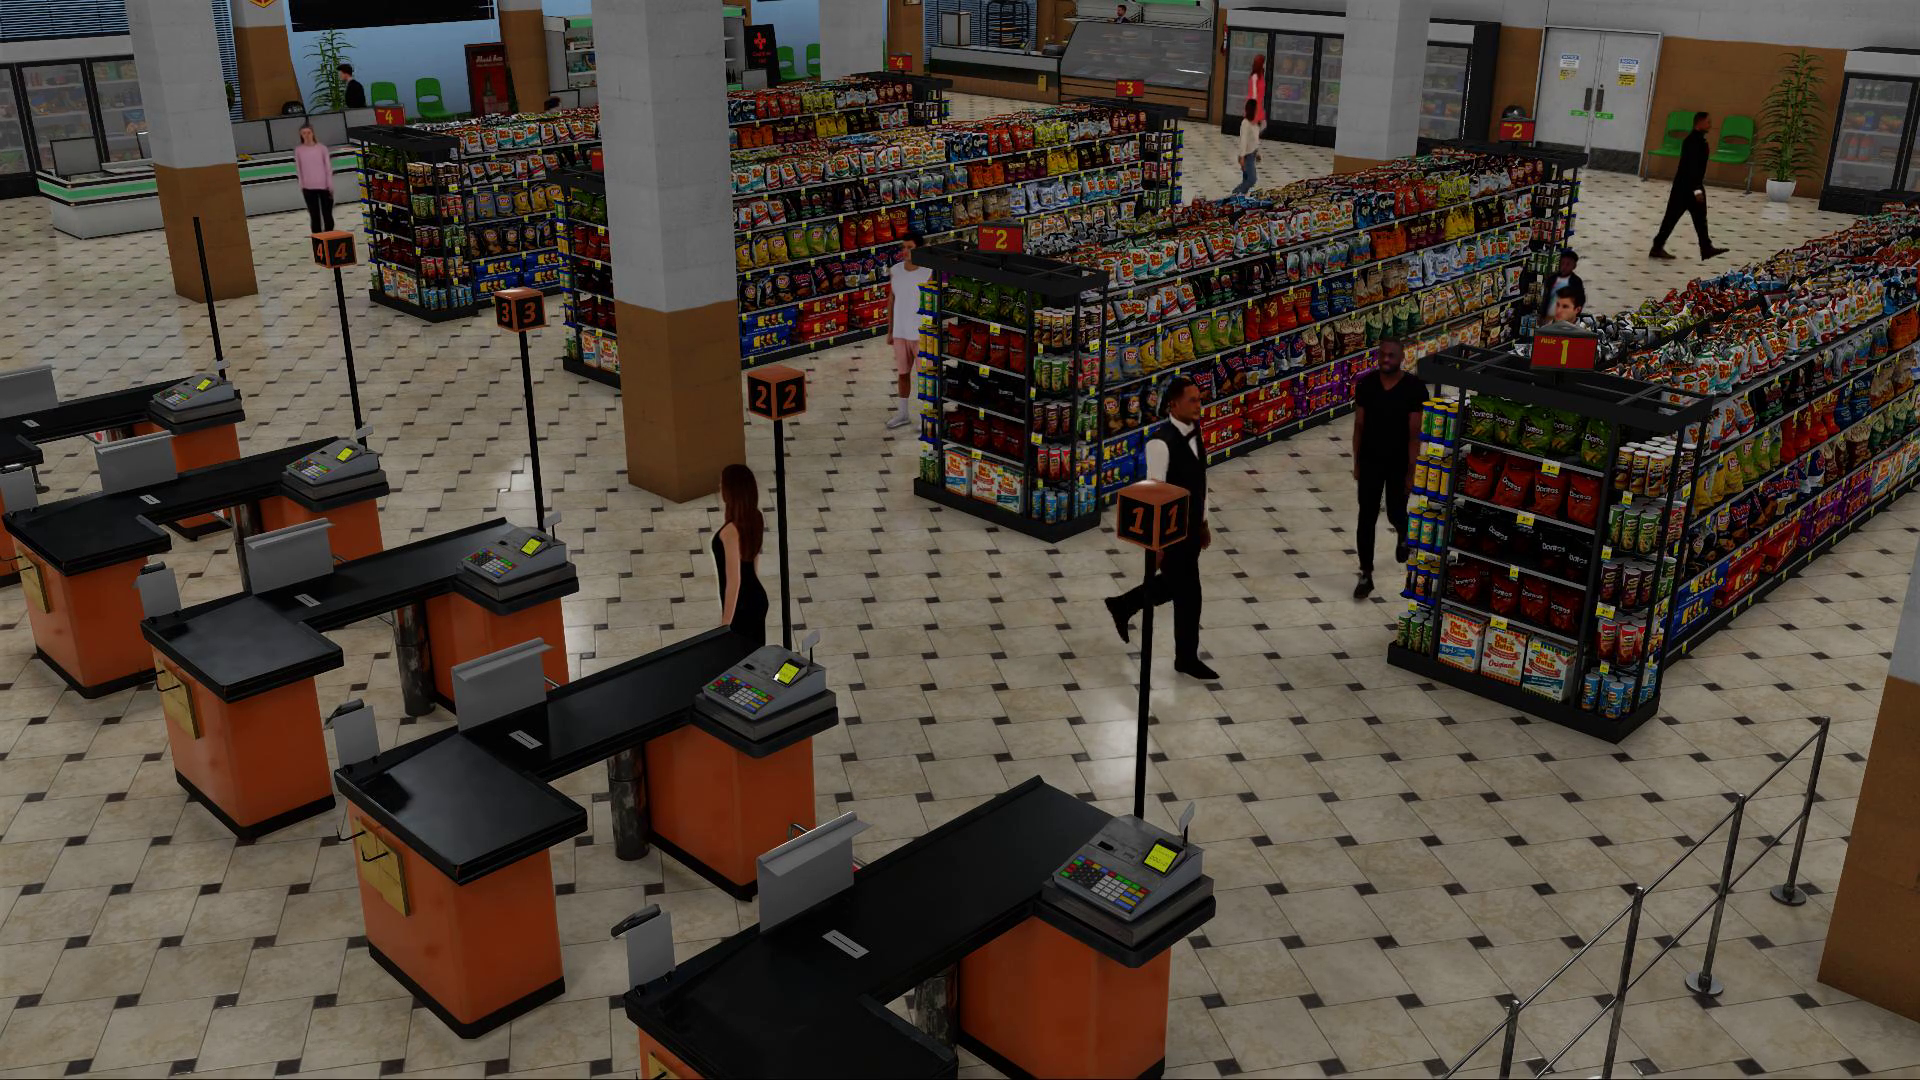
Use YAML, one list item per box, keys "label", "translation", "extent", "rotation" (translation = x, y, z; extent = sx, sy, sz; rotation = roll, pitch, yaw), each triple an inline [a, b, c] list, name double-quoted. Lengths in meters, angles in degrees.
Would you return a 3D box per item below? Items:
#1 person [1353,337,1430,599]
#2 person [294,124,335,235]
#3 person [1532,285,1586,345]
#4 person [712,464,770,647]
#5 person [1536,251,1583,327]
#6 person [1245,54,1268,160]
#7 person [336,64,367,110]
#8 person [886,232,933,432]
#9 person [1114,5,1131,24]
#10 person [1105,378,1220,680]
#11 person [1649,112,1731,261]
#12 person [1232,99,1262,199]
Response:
- label: "person"
  translation: [2.979, -0.526, 11.485]
  extent: [0.844, 1.798, 1.153]
  rotation: [13, 25, 30]
- label: "person"
  translation: [-8.394, -4.585, 21.788]
  extent: [1.147, 1.648, 1.001]
  rotation: [-7, 23, -16]
- label: "person"
  translation: [4.417, -0.963, 12.395]
  extent: [0.610, 1.930, 0.683]
  rotation: [-18, 28, -38]
- label: "person"
  translation: [-1.203, 0.387, 9.307]
  extent: [0.701, 1.726, 0.598]
  rotation: [5, 22, 13]
- label: "person"
  translation: [5.962, -2.246, 16.478]
  extent: [0.532, 1.266, 0.565]
  rotation: [19, 29, 39]
- label: "person"
  translation: [4.964, -7.393, 28.553]
  extent: [0.735, 1.814, 0.617]
  rotation: [11, 24, 26]
- label: "person"
  translation: [-9.564, -6.688, 26.772]
  extent: [1.229, 1.833, 1.152]
  rotation: [-1, 22, -2]
- label: "person"
  translation: [-0.407, -1.866, 14.832]
  extent: [0.706, 1.789, 0.681]
  rotation: [11, 24, 25]
- label: "person"
  translation: [3.719, -11.424, 38.512]
  extent: [0.612, 1.868, 0.568]
  rotation: [20, 30, 41]
- label: "person"
  translation: [1.266, -0.096, 10.282]
  extent: [0.885, 1.896, 1.095]
  rotation: [15, 26, 33]
- label: "person"
  translation: [9.202, -4.484, 21.247]
  extent: [0.907, 1.864, 1.160]
  rotation: [14, 26, 30]
- label: "person"
  translation: [4.100, -5.579, 24.231]
  extent: [0.822, 1.670, 0.746]
  rotation: [8, 23, 19]
